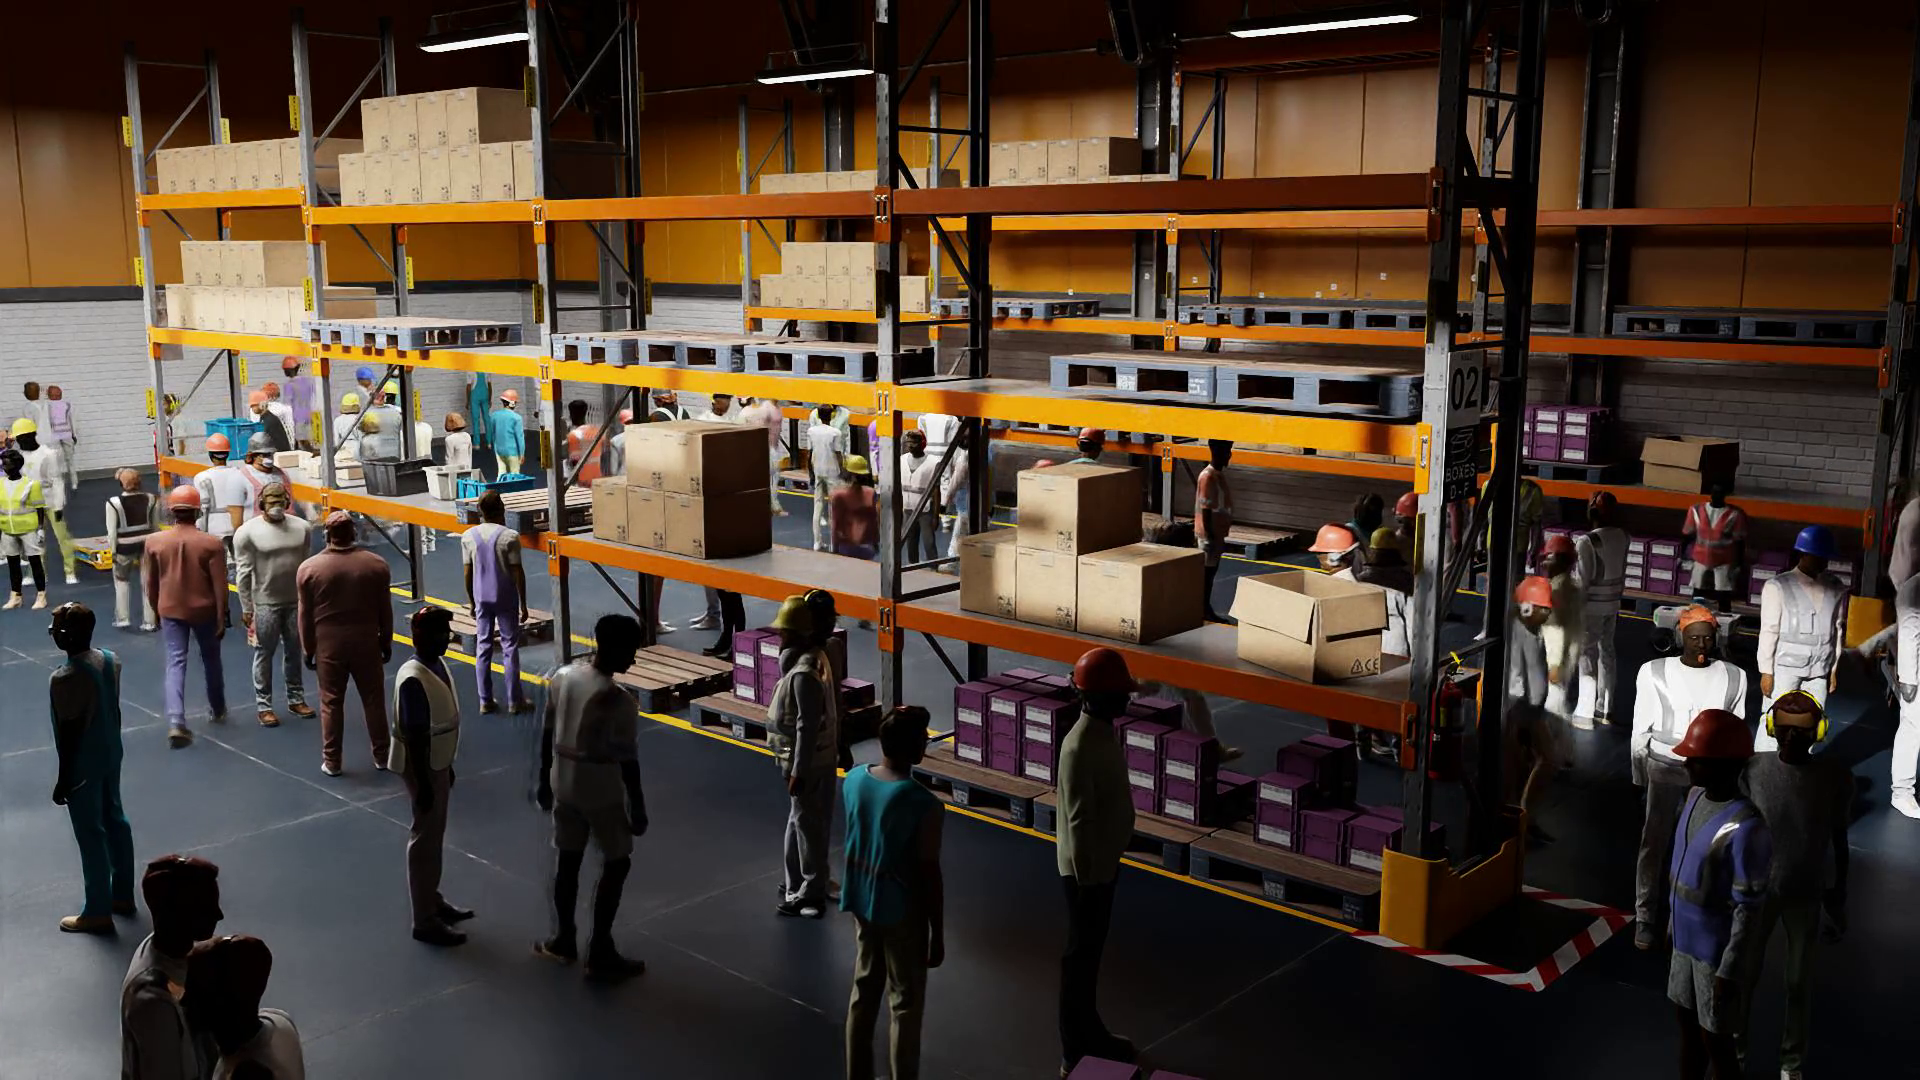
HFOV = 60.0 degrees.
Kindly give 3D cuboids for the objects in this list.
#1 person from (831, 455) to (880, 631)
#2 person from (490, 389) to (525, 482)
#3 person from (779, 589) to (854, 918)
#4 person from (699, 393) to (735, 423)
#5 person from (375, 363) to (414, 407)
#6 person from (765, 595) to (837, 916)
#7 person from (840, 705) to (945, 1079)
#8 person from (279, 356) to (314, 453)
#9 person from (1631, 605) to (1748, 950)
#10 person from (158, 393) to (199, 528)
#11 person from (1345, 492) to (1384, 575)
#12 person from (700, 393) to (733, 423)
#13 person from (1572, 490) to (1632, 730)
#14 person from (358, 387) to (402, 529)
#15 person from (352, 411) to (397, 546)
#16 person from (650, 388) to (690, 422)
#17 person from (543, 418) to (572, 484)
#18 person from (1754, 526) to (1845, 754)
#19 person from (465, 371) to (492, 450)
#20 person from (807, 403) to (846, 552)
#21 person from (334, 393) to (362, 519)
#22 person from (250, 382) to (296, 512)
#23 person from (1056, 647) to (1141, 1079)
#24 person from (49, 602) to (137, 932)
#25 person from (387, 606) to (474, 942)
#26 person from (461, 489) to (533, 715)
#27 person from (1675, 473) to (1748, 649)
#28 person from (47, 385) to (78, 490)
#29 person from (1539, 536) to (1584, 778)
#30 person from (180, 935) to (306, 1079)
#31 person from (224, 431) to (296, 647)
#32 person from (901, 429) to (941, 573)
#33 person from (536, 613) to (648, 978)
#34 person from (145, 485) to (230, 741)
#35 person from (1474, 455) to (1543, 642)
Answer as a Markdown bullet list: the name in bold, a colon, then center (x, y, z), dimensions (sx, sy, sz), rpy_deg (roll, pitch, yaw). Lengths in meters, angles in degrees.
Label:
- **person**: center (-1.045, 0.023, 16.392), dimensions (0.528, 1.756, 0.483), rpy_deg (-8, 13, -39)
- **person**: center (-6.439, -1.284, 23.803), dimensions (0.575, 1.740, 0.349), rpy_deg (5, 11, 27)
- **person**: center (-0.806, 1.187, 9.462), dimensions (0.323, 1.870, 0.518), rpy_deg (8, 13, 38)
- **person**: center (-3.321, -1.161, 22.789), dimensions (0.615, 1.871, 0.922), rpy_deg (-10, 14, -43)
- **person**: center (-9.282, -2.021, 27.407), dimensions (0.629, 1.940, 0.379), rpy_deg (-6, 12, -31)
- **person**: center (-0.896, 1.211, 9.441), dimensions (0.404, 1.830, 0.590), rpy_deg (0, 10, -2)
- **person**: center (-0.294, 1.616, 7.157), dimensions (0.561, 1.836, 0.388), rpy_deg (9, 14, 42)
- **person**: center (-10.772, -1.949, 26.800), dimensions (1.017, 1.999, 0.626), rpy_deg (1, 10, 7)
- **person**: center (3.890, 1.277, 8.918), dimensions (0.575, 1.883, 0.355), rpy_deg (1, 10, 5)
- **person**: center (-10.432, -1.024, 22.031), dimensions (0.555, 1.839, 0.690), rpy_deg (8, 13, 36)
- **person**: center (3.211, 0.530, 13.263), dimensions (0.634, 1.839, 0.429), rpy_deg (-8, 13, -39)
- **person**: center (-3.143, -1.018, 21.801), dimensions (0.540, 1.935, 0.676), rpy_deg (8, 13, 37)
- **person**: center (4.988, 0.546, 13.054), dimensions (0.575, 1.883, 0.355), rpy_deg (-7, 12, -33)
- **person**: center (-7.757, -1.099, 22.288), dimensions (0.409, 1.908, 0.639), rpy_deg (10, 14, 44)
- **person**: center (-7.423, -0.759, 20.912), dimensions (0.508, 1.700, 0.516), rpy_deg (0, 10, -3)
- **person**: center (-3.852, -1.069, 21.738), dimensions (0.535, 2.000, 0.680), rpy_deg (8, 13, 37)
- **person**: center (-5.551, -1.157, 23.299), dimensions (0.789, 1.661, 0.532), rpy_deg (3, 11, 19)
- **person**: center (5.633, 0.853, 11.163), dimensions (0.610, 1.939, 0.417), rpy_deg (-2, 10, -12)
- **person**: center (-8.945, -2.595, 30.916), dimensions (0.508, 1.846, 0.345), rpy_deg (-8, 13, -40)
- **person**: center (-1.647, -0.789, 20.620), dimensions (0.531, 1.876, 0.318), rpy_deg (5, 11, 26)
- **person**: center (-8.428, -1.165, 23.117), dimensions (0.484, 1.745, 0.297), rpy_deg (2, 10, 12)
- **person**: center (-9.666, -1.286, 23.450), dimensions (0.568, 1.876, 0.348), rpy_deg (-3, 10, -14)
- **person**: center (0.621, 1.461, 7.559), dimensions (0.379, 1.996, 0.609), rpy_deg (2, 10, 13)
- **person**: center (-4.826, 1.246, 9.204), dimensions (0.345, 1.846, 0.507), rpy_deg (1, 10, 6)
- **person**: center (-2.916, 1.262, 9.115), dimensions (0.393, 1.842, 0.564), rpy_deg (-1, 10, -6)
- **person**: center (-3.732, 0.503, 13.402), dimensions (0.508, 1.847, 0.345), rpy_deg (1, 10, 7)
- **person**: center (7.015, 0.203, 15.523), dimensions (0.588, 1.689, 0.332), rpy_deg (9, 14, 42)
- **person**: center (-13.900, -1.562, 25.658), dimensions (0.522, 1.638, 0.310), rpy_deg (-9, 13, -40)
- **person**: center (4.254, 0.845, 11.868), dimensions (0.329, 1.710, 0.639), rpy_deg (5, 11, 28)
- **person**: center (-1.996, 2.016, 4.739), dimensions (0.361, 1.882, 0.575), rpy_deg (-3, 10, -14)
- **person**: center (-6.547, -0.017, 15.789), dimensions (0.535, 2.000, 0.674), rpy_deg (6, 11, 28)
- **person**: center (-0.428, -0.296, 17.959), dimensions (0.561, 1.836, 0.392), rpy_deg (7, 12, 34)
- **person**: center (-1.946, 1.305, 8.672), dimensions (0.751, 1.929, 0.372), rpy_deg (7, 12, 33)
- **person**: center (-5.974, 0.549, 12.864), dimensions (0.616, 1.959, 1.002), rpy_deg (-2, 10, -13)
- **person**: center (5.182, 0.048, 15.747), dimensions (0.594, 1.922, 0.376), rpy_deg (8, 13, 37)
